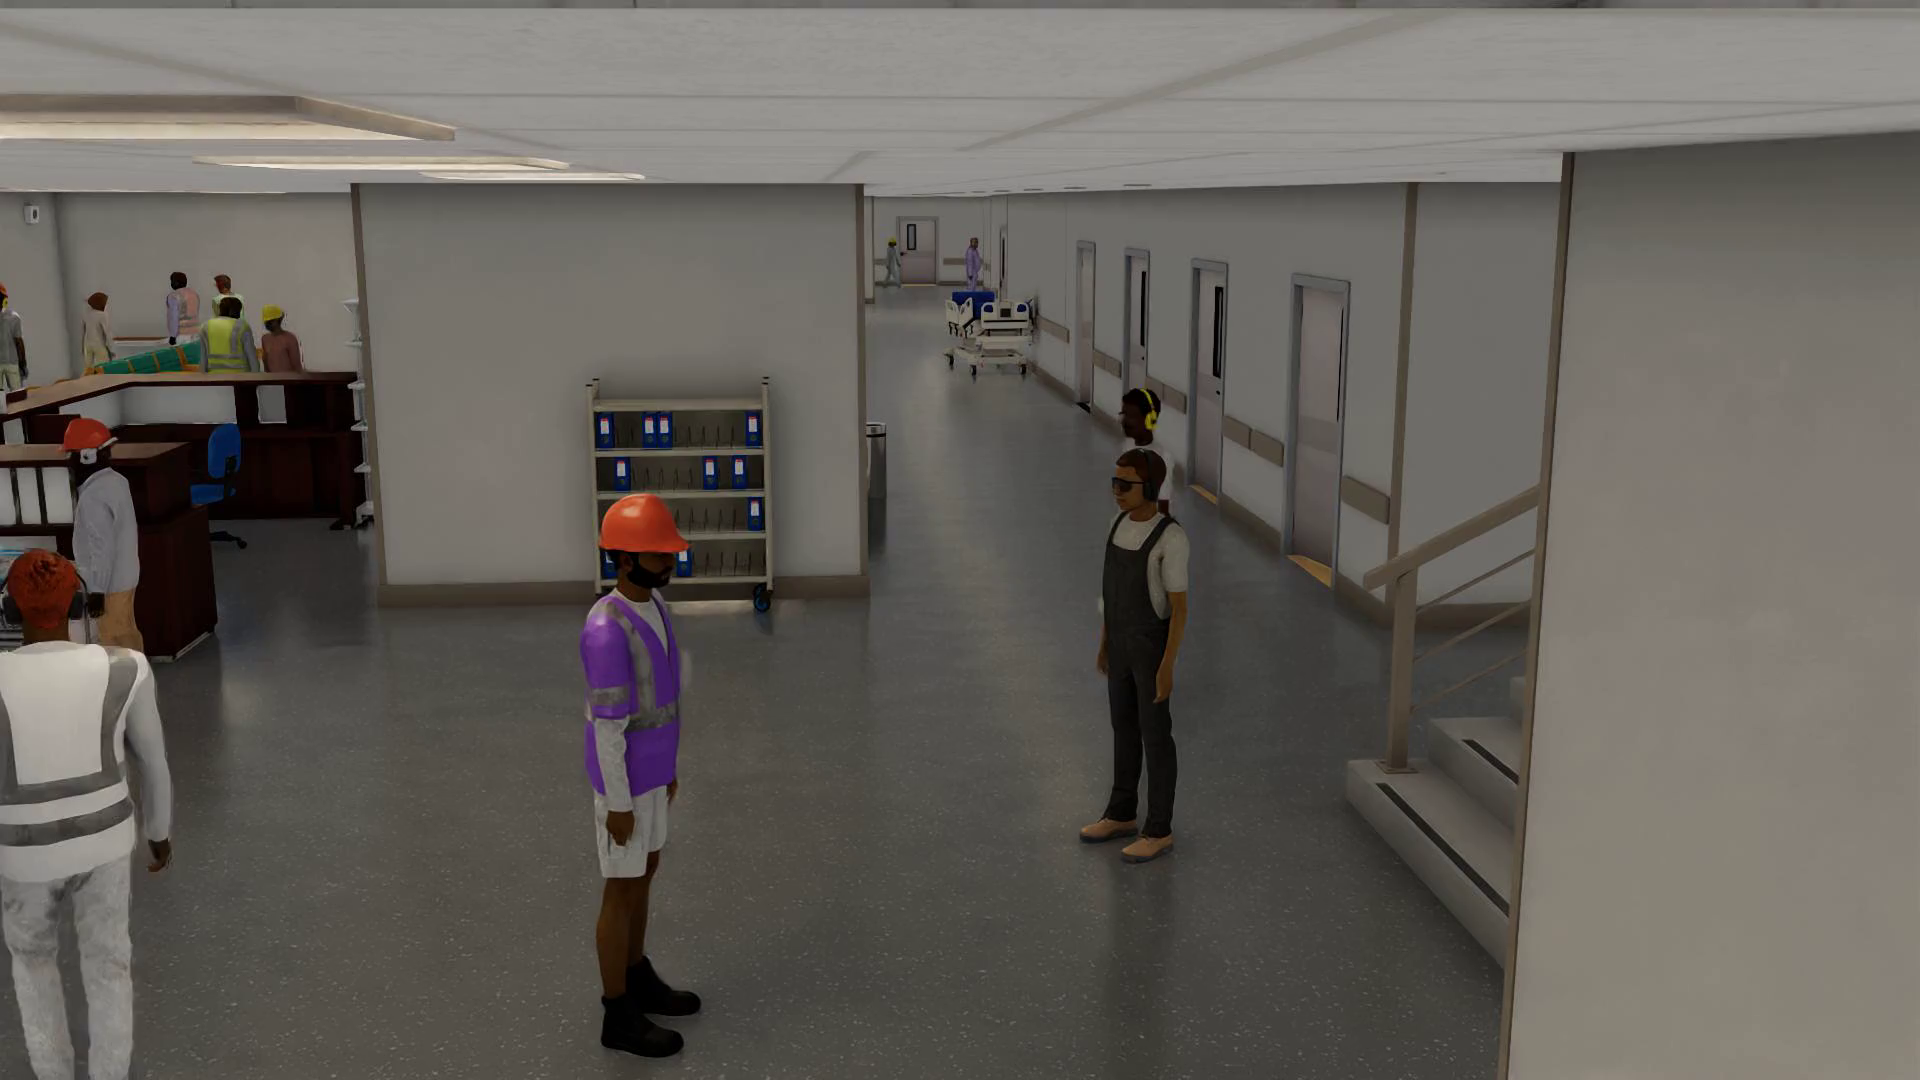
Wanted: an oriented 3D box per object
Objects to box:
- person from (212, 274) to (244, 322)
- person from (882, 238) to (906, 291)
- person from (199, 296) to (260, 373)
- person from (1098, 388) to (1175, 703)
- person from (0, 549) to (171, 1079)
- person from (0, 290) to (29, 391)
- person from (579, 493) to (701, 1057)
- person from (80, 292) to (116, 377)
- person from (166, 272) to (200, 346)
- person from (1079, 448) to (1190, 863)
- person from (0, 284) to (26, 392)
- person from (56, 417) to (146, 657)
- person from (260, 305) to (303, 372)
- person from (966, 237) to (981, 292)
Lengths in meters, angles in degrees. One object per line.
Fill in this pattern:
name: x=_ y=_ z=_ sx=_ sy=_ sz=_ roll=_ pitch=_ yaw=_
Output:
person: x=-10.584 y=-2.923 z=24.137 sx=0.389 sy=1.842 sz=0.566 roll=3 pitch=12 yaw=16
person: x=-2.160 y=-8.912 z=53.756 sx=0.872 sy=1.698 sz=0.498 roll=4 pitch=12 yaw=17
person: x=-8.353 y=-1.881 z=19.099 sx=0.665 sy=1.818 sz=0.464 roll=2 pitch=12 yaw=10
person: x=1.021 y=0.046 z=9.586 sx=0.402 sy=1.856 sz=0.556 roll=-5 pitch=13 yaw=-25
person: x=-2.768 y=0.945 z=5.158 sx=0.613 sy=1.864 sz=0.612 roll=-8 pitch=14 yaw=-33
person: x=-11.516 y=-2.096 z=20.027 sx=0.513 sy=1.872 sz=0.328 roll=-6 pitch=13 yaw=-27
person: x=-1.090 y=0.793 z=5.740 sx=0.379 sy=1.938 sz=0.547 roll=1 pitch=12 yaw=6
person: x=-12.439 y=-2.748 z=23.894 sx=0.598 sy=1.597 sz=0.406 roll=4 pitch=12 yaw=20
person: x=-11.714 y=-3.115 z=25.078 sx=0.429 sy=1.844 sz=0.626 roll=2 pitch=12 yaw=9
person: x=0.788 y=0.504 z=7.373 sx=0.344 sy=1.847 sz=0.507 roll=-7 pitch=14 yaw=-32
person: x=-11.660 y=-2.172 z=20.254 sx=0.542 sy=1.928 sz=0.374 roll=-3 pitch=12 yaw=-15
person: x=-4.674 y=0.200 z=9.091 sx=0.343 sy=1.748 sz=0.571 roll=-3 pitch=12 yaw=-16
person: x=-7.742 y=-1.856 z=19.196 sx=0.559 sy=1.734 sz=0.719 roll=5 pitch=13 yaw=23
person: x=0.371 y=-7.281 z=45.309 sx=0.397 sy=1.900 sz=0.637 roll=3 pitch=12 yaw=13
